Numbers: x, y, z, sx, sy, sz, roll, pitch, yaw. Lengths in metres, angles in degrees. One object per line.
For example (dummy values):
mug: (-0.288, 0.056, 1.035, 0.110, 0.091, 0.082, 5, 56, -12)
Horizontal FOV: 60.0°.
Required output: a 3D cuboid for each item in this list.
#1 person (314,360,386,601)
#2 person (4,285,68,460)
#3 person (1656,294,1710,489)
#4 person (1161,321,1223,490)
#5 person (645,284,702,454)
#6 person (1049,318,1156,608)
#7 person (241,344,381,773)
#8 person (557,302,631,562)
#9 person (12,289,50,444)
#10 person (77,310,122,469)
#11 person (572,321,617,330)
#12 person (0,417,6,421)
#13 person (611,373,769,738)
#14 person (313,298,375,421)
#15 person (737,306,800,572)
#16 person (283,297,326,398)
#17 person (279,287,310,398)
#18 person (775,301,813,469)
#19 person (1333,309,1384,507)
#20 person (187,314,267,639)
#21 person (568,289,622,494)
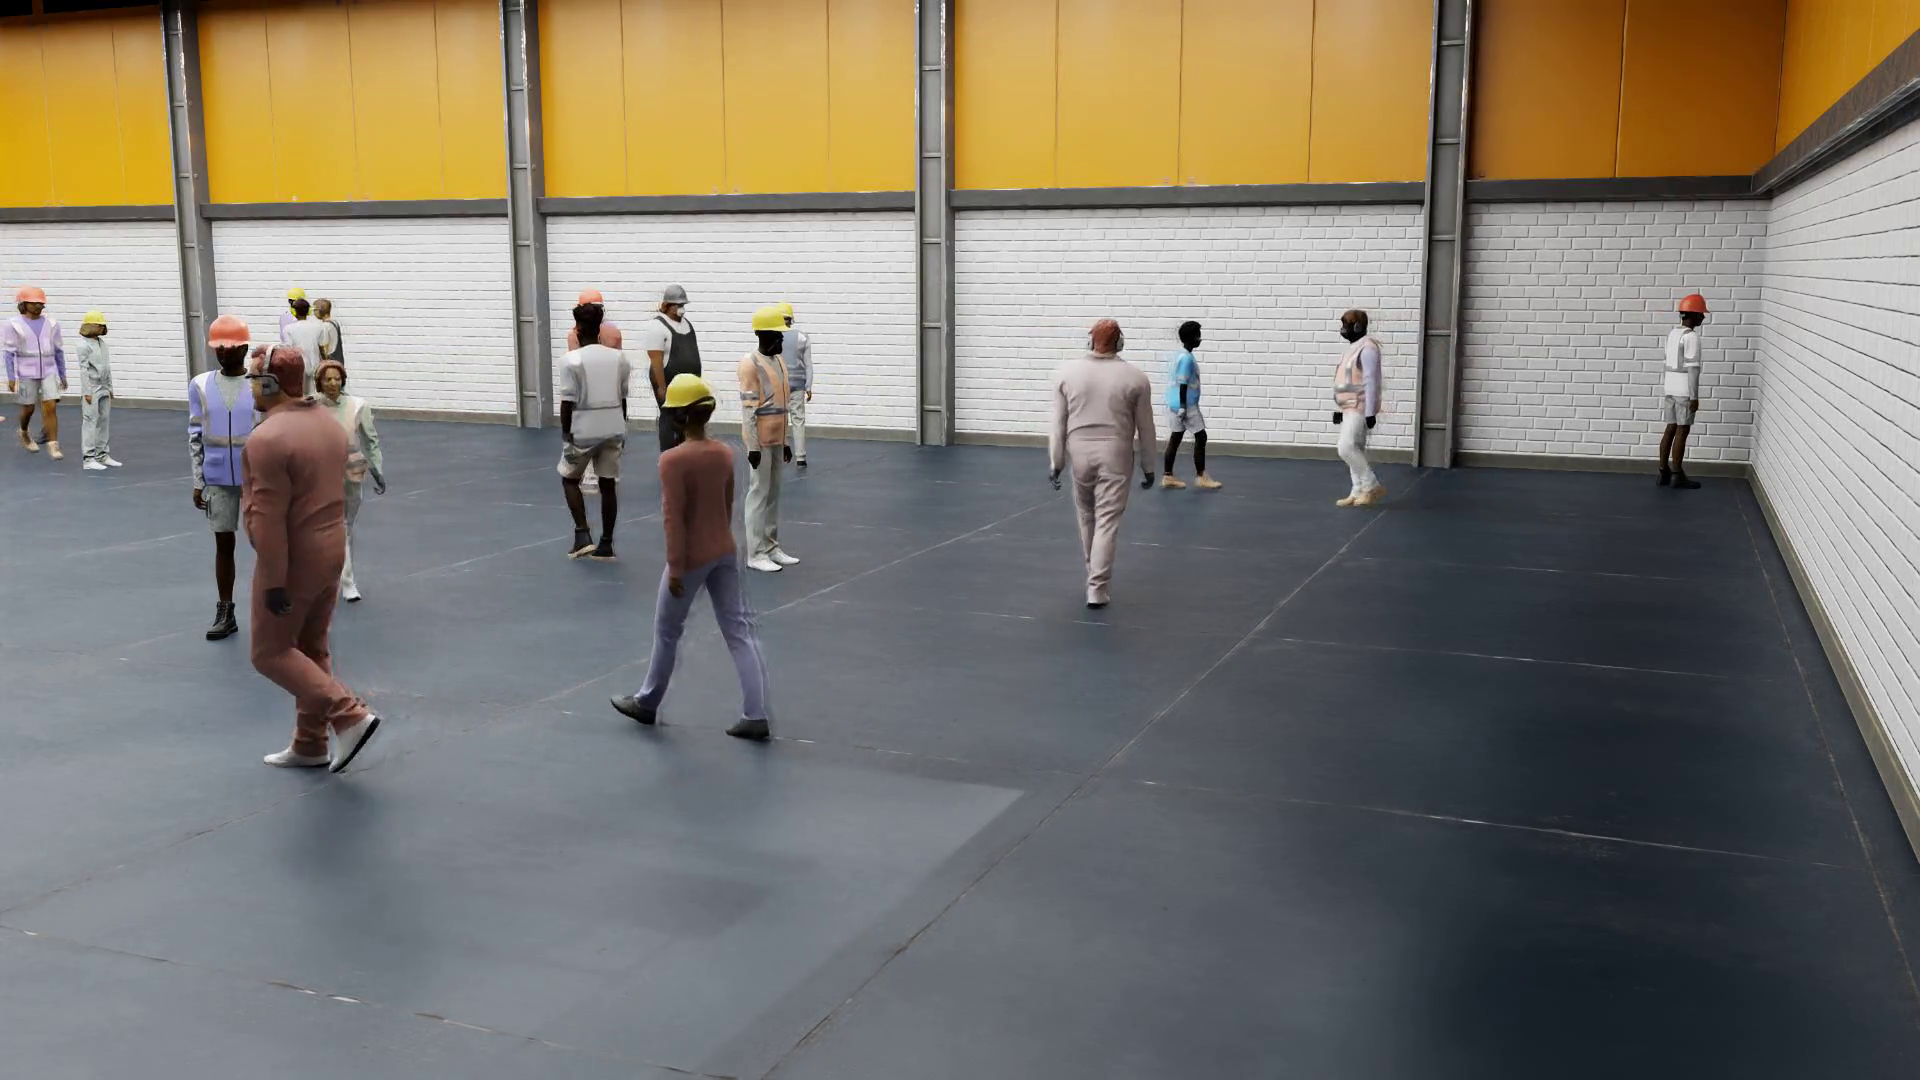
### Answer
person: (-4.188, -0.417, 11.223, 0.528, 1.597, 0.862, -7, 12, -37)
person: (-10.693, -1.937, 19.218, 0.884, 2.011, 0.652, 9, 13, 44)
person: (7.259, -1.484, 16.648, 0.375, 1.935, 0.551, -1, 9, -3)
person: (2.330, -1.324, 16.457, 0.699, 1.671, 0.546, 0, 9, 0)
person: (-3.025, -1.713, 17.722, 0.540, 2.000, 0.708, 5, 11, 29)
person: (0.981, -0.528, 11.053, 0.676, 1.862, 0.968, 3, 10, 20)
person: (-2.818, 0.100, 7.197, 0.546, 1.894, 0.655, 2, 9, 9)
person: (-2.746, -0.802, 12.455, 0.617, 1.948, 0.450, -7, 12, -37)
person: (-11.547, -2.159, 20.759, 0.381, 1.933, 0.544, -7, 11, -35)
person: (-9.442, -1.642, 18.225, 0.322, 1.737, 0.484, 1, 9, 4)
person: (-4.277, -1.920, 19.591, 0.563, 1.838, 0.389, -6, 11, -32)
person: (-13.943, -2.592, 23.654, 0.625, 1.844, 0.429, 5, 11, 30)
person: (-1.258, 0.074, 7.862, 0.922, 1.711, 0.549, 6, 11, 33)
person: (-8.194, -2.275, 21.860, 0.877, 1.813, 0.512, -1, 9, -6)
person: (-1.398, -0.741, 12.175, 0.371, 1.927, 0.588, 3, 10, 18)
person: (-8.079, -2.086, 20.620, 0.524, 1.846, 0.911, -6, 11, -32)
person: (-9.012, -2.474, 22.676, 0.586, 1.928, 0.364, 6, 11, 34)
person: (-1.898, -1.684, 18.168, 0.590, 1.836, 0.404, -1, 9, -8)
person: (3.630, -1.189, 15.210, 0.433, 1.832, 0.637, 0, 9, 1)
person: (-4.298, -0.372, 9.910, 0.544, 1.938, 0.356, -2, 10, -10)
person: (-3.569, -1.450, 16.264, 0.378, 1.995, 0.609, 9, 13, 42)
